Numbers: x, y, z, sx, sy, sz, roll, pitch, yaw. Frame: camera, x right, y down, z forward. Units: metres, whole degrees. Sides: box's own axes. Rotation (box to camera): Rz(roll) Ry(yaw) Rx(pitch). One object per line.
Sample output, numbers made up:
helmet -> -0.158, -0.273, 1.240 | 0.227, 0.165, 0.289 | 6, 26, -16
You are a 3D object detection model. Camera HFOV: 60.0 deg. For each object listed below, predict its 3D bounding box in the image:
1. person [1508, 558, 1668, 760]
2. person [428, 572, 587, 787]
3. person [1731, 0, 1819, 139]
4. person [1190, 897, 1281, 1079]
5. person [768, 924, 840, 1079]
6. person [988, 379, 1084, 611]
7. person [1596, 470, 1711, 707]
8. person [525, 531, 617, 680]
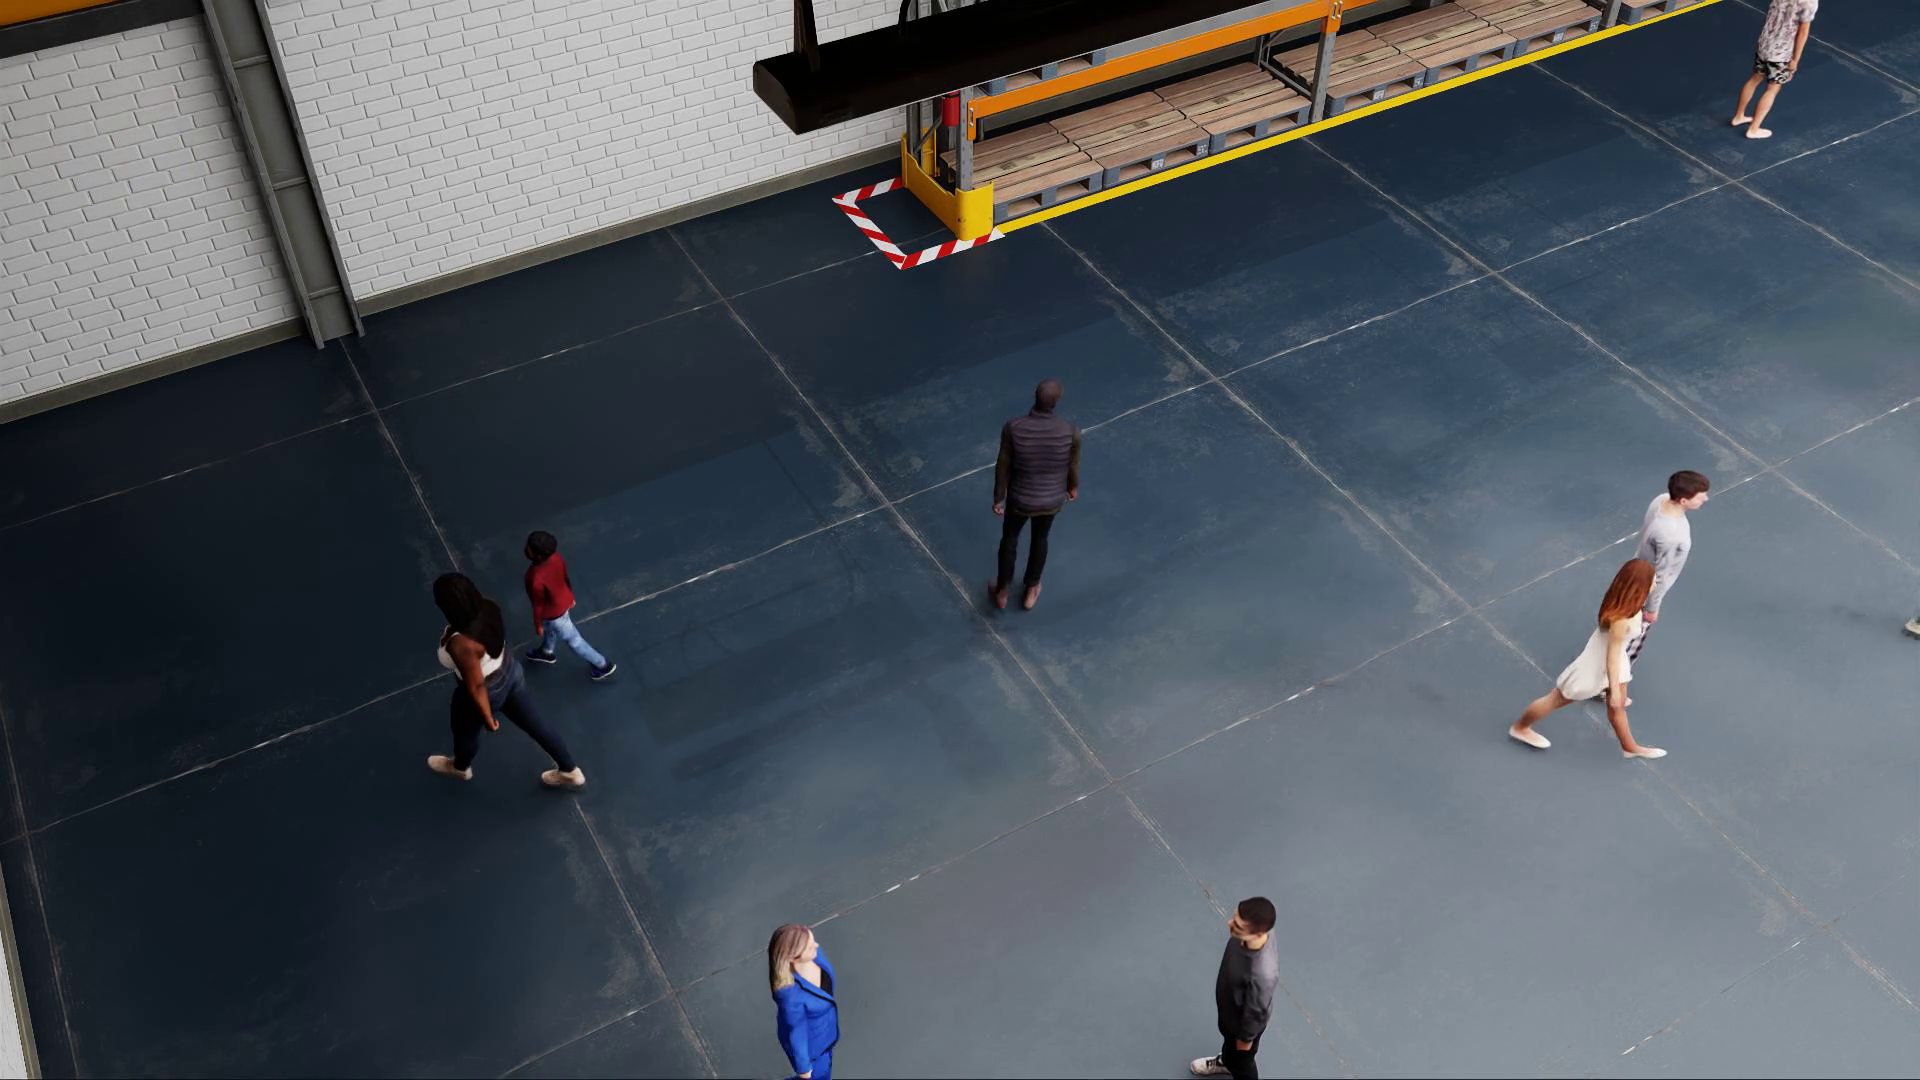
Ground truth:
person -> 3.779, 0.732, 10.104 | 1.071, 1.658, 1.148 | 18, 47, 18
person -> -2.683, 0.893, 9.867 | 1.214, 1.752, 1.179 | 10, 45, 11
person -> 7.706, -4.668, 15.661 | 0.628, 1.812, 0.706 | -15, 46, -15
person -> 1.425, 2.332, 8.352 | 0.668, 1.759, 0.683 | -3, 44, -3
person -> -0.853, 2.448, 8.283 | 0.920, 1.686, 0.837 | 2, 44, 2
person -> 0.469, -0.245, 11.028 | 0.811, 1.799, 0.931 | -9, 44, -9
person -> 4.294, 0.276, 10.446 | 0.765, 1.847, 0.700 | 11, 45, 11
person -> -2.548, 0.433, 10.723 | 0.939, 1.237, 0.859 | 8, 44, 9
